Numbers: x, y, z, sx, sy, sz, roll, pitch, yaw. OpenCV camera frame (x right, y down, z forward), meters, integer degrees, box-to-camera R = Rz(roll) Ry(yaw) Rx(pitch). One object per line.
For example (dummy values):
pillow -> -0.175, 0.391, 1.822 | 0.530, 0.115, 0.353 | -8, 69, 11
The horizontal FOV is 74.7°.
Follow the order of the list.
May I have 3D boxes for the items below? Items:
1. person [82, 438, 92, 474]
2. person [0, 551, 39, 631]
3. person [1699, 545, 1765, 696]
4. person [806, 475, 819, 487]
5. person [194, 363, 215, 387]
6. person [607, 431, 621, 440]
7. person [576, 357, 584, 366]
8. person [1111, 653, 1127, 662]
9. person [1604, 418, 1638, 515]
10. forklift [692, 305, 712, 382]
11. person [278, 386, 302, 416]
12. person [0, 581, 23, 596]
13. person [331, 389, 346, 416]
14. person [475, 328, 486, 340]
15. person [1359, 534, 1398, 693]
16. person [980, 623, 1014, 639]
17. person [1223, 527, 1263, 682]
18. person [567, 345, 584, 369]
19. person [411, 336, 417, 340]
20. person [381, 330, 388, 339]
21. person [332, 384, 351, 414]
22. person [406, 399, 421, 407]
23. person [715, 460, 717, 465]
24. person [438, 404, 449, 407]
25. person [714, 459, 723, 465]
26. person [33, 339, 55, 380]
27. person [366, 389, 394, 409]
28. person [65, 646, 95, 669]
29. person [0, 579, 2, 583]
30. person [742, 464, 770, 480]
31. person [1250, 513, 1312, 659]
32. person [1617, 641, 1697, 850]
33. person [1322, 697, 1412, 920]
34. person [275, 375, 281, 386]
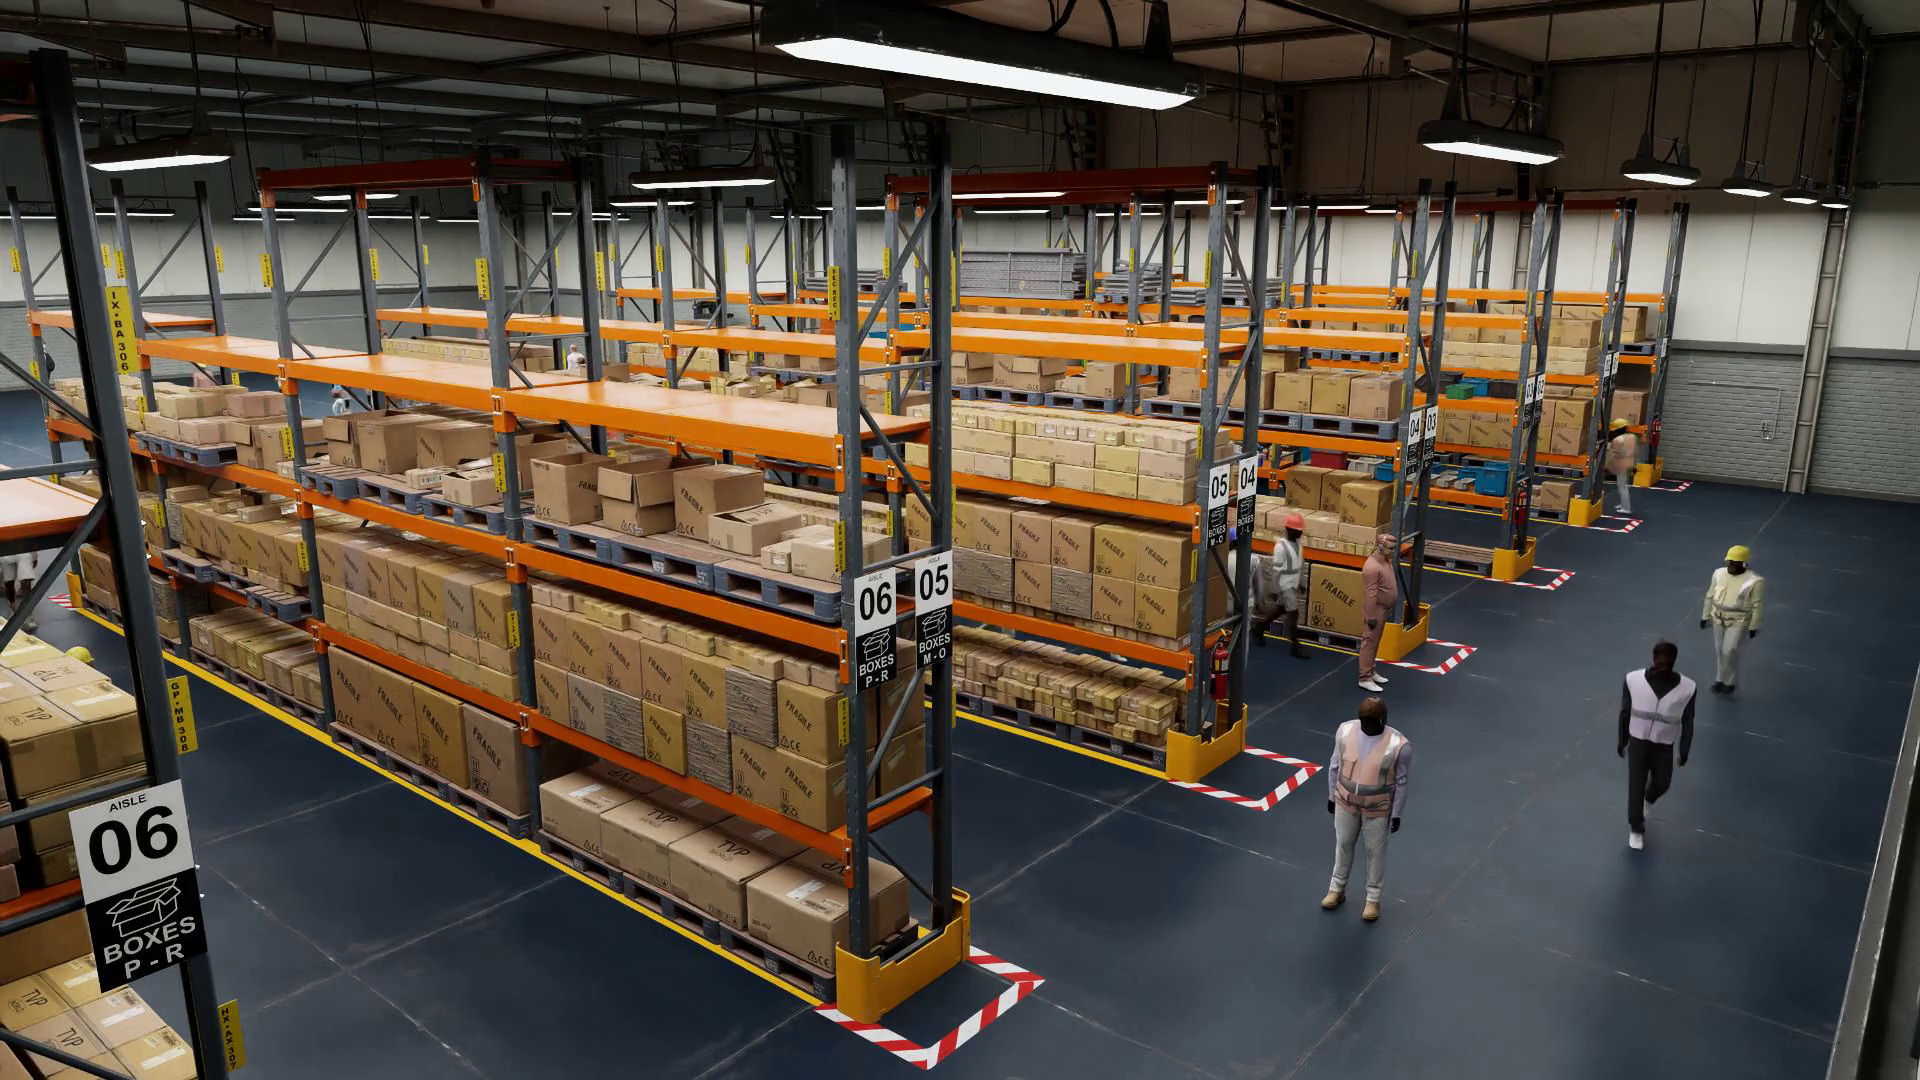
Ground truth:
person -> -18.671, -2.060, 27.308 | 0.640, 1.823, 0.529 | 0, 14, 0
person -> -13.212, 0.228, 17.587 | 0.640, 1.979, 1.101 | -12, 18, -40
person -> 9.106, 0.950, 14.942 | 0.545, 1.814, 0.591 | -6, 15, -23
person -> -3.021, -1.998, 26.736 | 0.450, 1.969, 0.644 | 11, 18, 38
person -> -22.258, -4.393, 37.132 | 0.542, 1.713, 0.923 | -9, 16, -33
person -> -6.467, -1.134, 23.358 | 0.986, 1.896, 0.543 | 8, 16, 28
person -> -11.146, -4.504, 37.323 | 0.333, 1.839, 0.513 | -2, 14, -10
person -> 2.144, 0.742, 16.182 | 0.510, 1.628, 0.282 | -13, 19, -42
person -> 12.943, -1.442, 24.669 | 0.627, 1.869, 0.639 | -7, 15, -26
forklift -> -9.511, -7.392, 47.124 | 1.873, 2.768, 1.129 | 11, 17, 38
person -> -16.246, -2.833, 30.449 | 0.632, 1.840, 0.429 | -2, 14, -8
person -> -14.462, -0.116, 19.067 | 0.630, 1.940, 0.372 | 1, 14, 5
person -> -15.467, -2.999, 31.596 | 0.749, 1.616, 0.535 | -8, 16, -30
person -> -20.921, -8.768, 55.019 | 0.525, 1.769, 0.315 | 7, 15, 27
person -> 5.037, 0.854, 15.157 | 0.409, 1.903, 0.638 | 7, 16, 28
person -> 0.467, 0.652, 16.100 | 0.836, 1.851, 0.588 | 8, 16, 29
person -> 3.390, 0.762, 15.563 | 0.682, 1.873, 0.963 | 0, 14, 1
person -> -12.411, -5.341, 40.627 | 0.401, 1.906, 0.650 | 9, 16, 31
person -> -20.136, -6.695, 46.631 | 0.321, 1.697, 0.529 | 12, 18, 40
person -> -22.972, -7.575, 50.375 | 0.514, 1.640, 0.310 | 8, 16, 31
person -> -18.393, -4.452, 37.439 | 0.541, 1.677, 0.467 | -5, 14, -19
person -> -15.854, -4.262, 36.429 | 0.622, 1.785, 0.845 | -11, 18, -39
person -> -5.903, -2.660, 29.688 | 0.533, 1.864, 0.310 | -2, 14, -9
person -> -14.016, -3.725, 34.034 | 0.438, 1.883, 0.647 | -3, 14, -11
person -> -5.496, -2.272, 27.961 | 0.590, 1.927, 0.367 | 10, 17, 37
person -> -30.291, -5.650, 41.706 | 0.537, 2.000, 0.678 | -8, 16, -28
person -> -15.613, -3.707, 33.888 | 0.622, 1.925, 0.983 | -11, 18, -39
person -> -7.977, 1.817, 11.545 | 0.483, 1.737, 0.320 | 3, 14, 13
person -> -15.202, -0.200, 19.563 | 0.625, 1.863, 0.449 | 13, 19, 43
person -> -4.257, -1.856, 26.340 | 1.030, 1.878, 0.625 | 7, 15, 26
person -> 4.210, 0.550, 16.420 | 0.916, 1.901, 0.592 | 13, 18, 42
person -> 6.241, 1.786, 11.344 | 0.590, 1.898, 0.689 | 6, 15, 24
person -> 3.232, 2.122, 10.076 | 0.619, 1.838, 0.430 | 10, 17, 35
person -> -21.593, -5.243, 40.041 | 0.397, 1.992, 0.623 | 1, 14, 3
